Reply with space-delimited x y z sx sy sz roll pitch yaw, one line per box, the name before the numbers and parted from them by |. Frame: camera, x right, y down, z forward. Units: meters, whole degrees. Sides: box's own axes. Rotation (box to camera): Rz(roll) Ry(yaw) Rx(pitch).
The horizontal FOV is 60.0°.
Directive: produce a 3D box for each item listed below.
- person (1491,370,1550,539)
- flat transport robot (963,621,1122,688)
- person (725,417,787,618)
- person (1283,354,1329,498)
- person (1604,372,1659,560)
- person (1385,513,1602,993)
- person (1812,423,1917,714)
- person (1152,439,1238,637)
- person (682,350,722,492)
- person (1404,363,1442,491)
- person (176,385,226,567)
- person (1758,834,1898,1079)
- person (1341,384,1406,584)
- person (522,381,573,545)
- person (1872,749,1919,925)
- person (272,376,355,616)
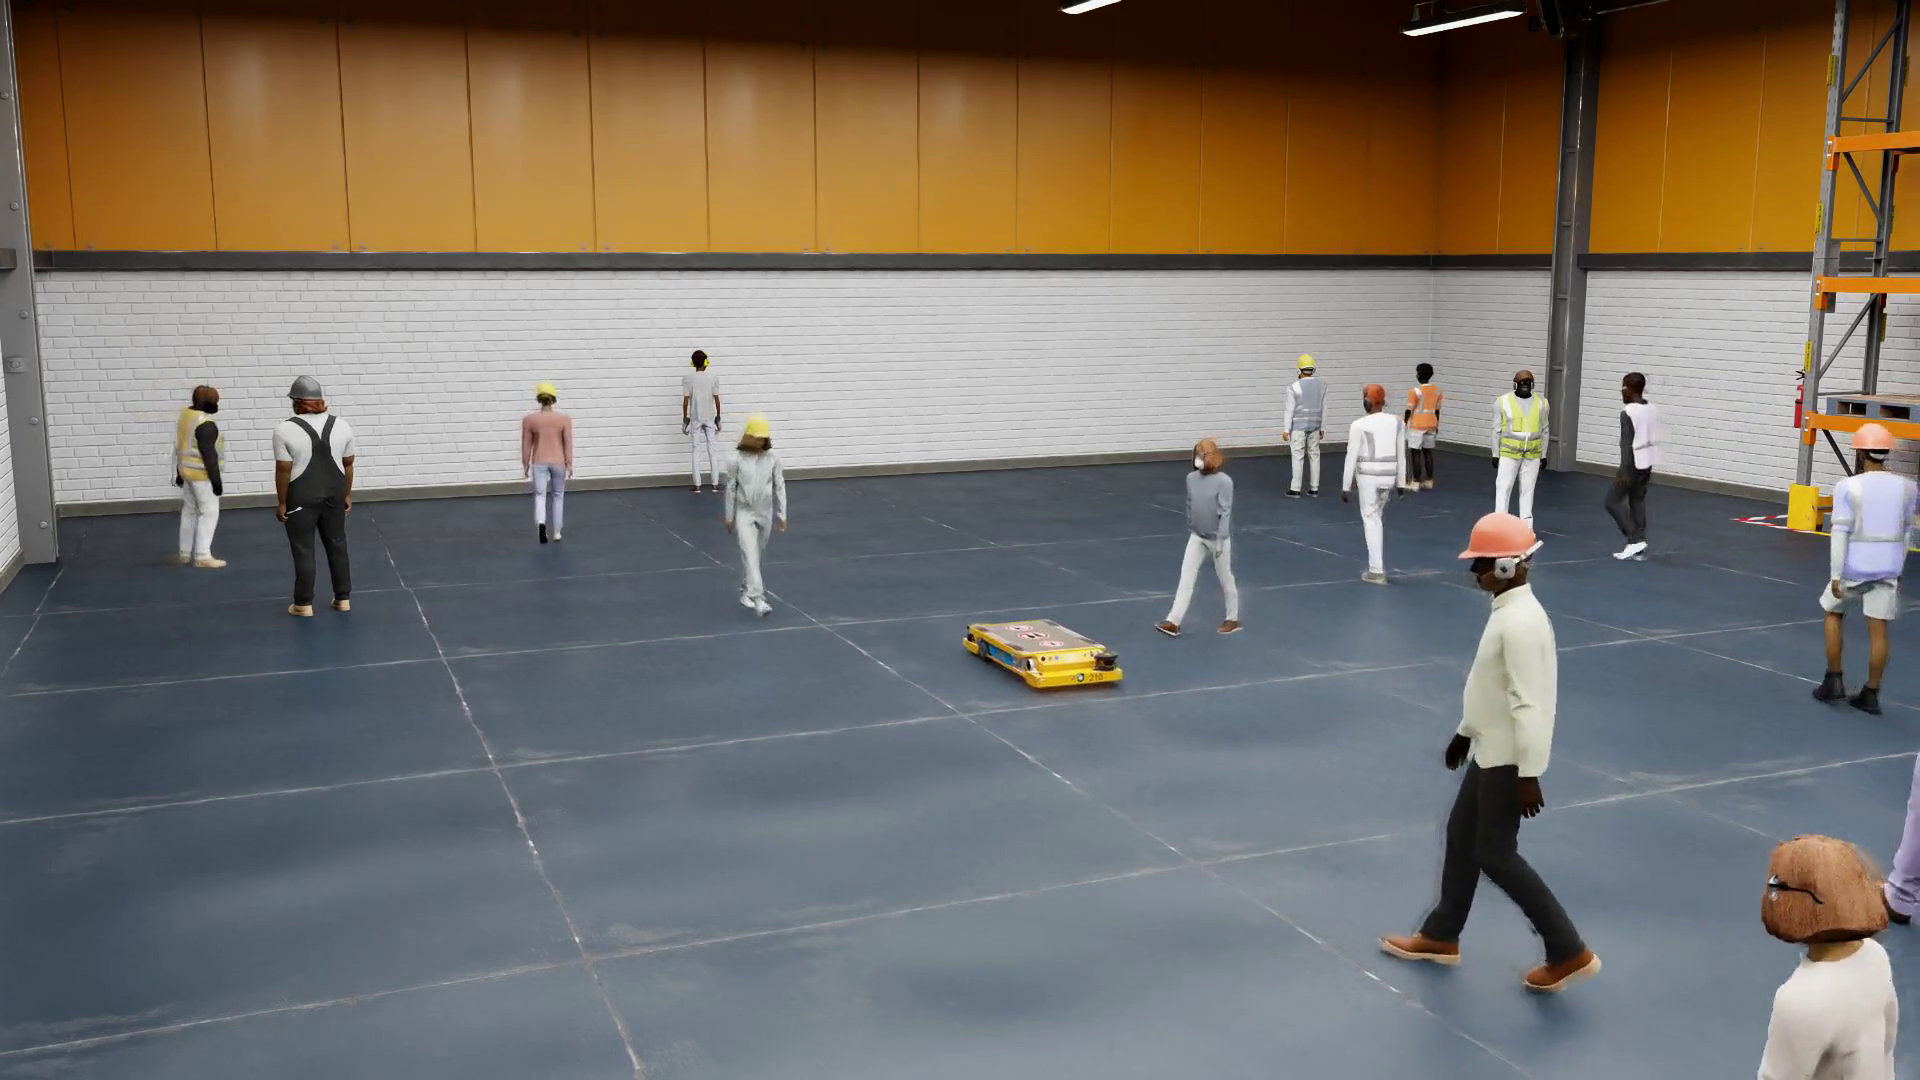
person | 6.074 -0.924 18.046 0.625 1.844 0.429 0 9 1
flat transport robot | 0.583 0.812 12.265 0.652 0.197 1.431 -4 10 -21
person | -1.727 -0.202 14.131 0.490 1.681 0.943 -5 11 -27
person | 4.396 -1.448 21.242 0.588 1.834 0.403 -3 10 -16
person | 6.754 -0.729 16.682 0.608 1.905 0.448 -8 12 -39
person | 2.202 0.870 6.844 0.871 1.957 0.666 3 10 18
person | 6.043 0.179 11.119 0.559 1.915 0.603 1 9 5
person | 1.928 -0.002 13.220 0.877 1.584 0.519 -8 12 -41
person | -3.381 -1.552 21.784 0.518 1.865 0.330 -2 10 -13
person | 6.067 -1.479 21.863 0.549 1.693 0.357 -5 11 -28
person | -7.491 -0.625 16.387 0.791 1.798 0.434 9 13 43
person | 2.091 1.510 3.968 0.522 1.615 0.419 -9 13 -43
person | 3.845 -0.534 15.601 0.618 1.863 0.611 -4 10 -21
person | -4.378 -0.813 17.669 0.528 1.746 0.713 -2 10 -11
person | 4.384 0.861 7.195 0.671 1.857 0.976 -1 9 -7
person | -5.524 -0.382 14.154 0.539 2.000 0.688 9 13 43
